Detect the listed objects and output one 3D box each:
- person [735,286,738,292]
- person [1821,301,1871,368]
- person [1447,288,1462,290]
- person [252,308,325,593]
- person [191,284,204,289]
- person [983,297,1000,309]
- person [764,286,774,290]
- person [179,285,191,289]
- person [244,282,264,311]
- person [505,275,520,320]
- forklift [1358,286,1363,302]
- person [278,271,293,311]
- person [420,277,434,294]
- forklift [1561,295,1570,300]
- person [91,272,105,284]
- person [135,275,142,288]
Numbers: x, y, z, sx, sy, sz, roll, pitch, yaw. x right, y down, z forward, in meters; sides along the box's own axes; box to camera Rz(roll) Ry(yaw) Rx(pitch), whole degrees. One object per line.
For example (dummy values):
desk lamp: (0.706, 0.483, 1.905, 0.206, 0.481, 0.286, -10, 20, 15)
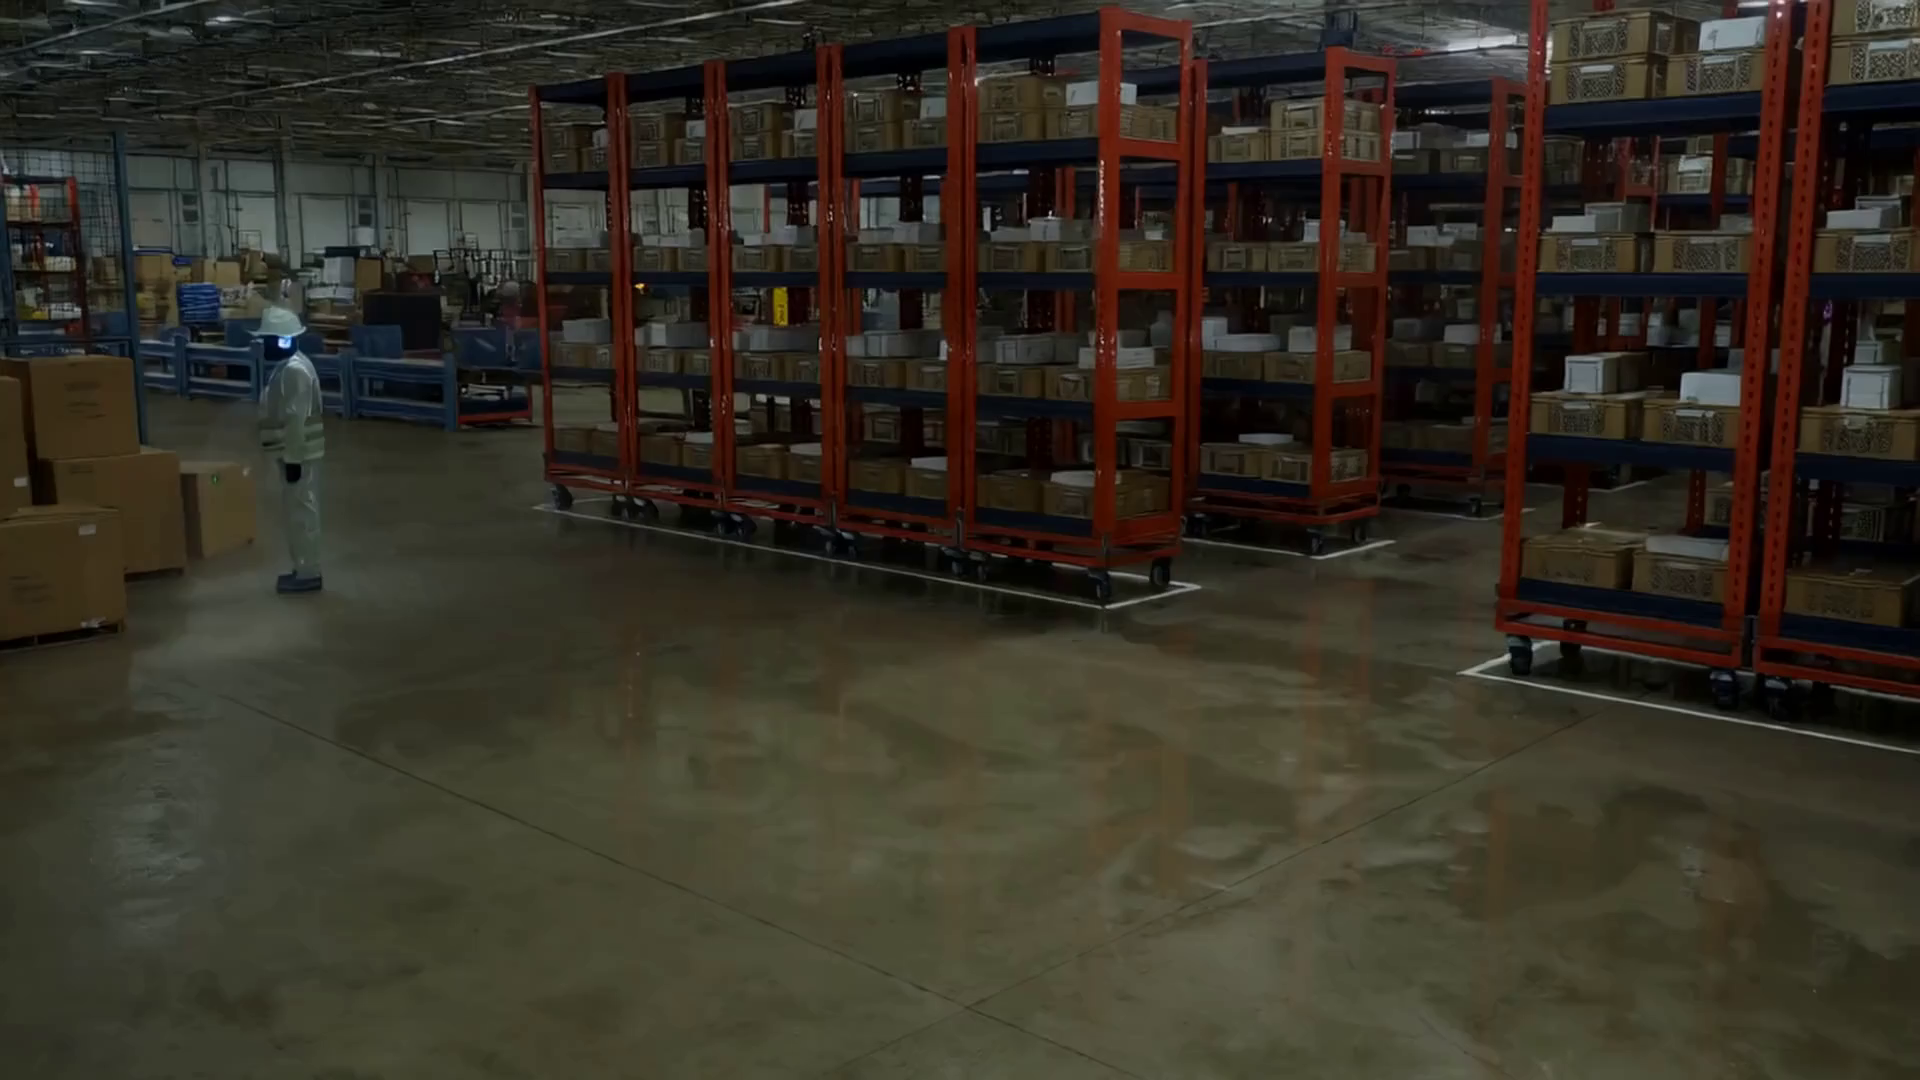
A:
person: (-11.812, -13.026, 87.145, 0.959, 1.803, 0.537, -5, 11, -30)
person: (9.259, -1.649, 17.383, 0.943, 1.802, 0.574, -7, 11, -36)
person: (17.769, -8.616, 59.733, 0.410, 1.913, 0.651, -9, 13, -43)
person: (-4.306, -0.575, 10.720, 0.404, 1.824, 0.586, -4, 10, -26)
person: (-30.609, -9.723, 66.828, 0.513, 1.827, 0.989, -2, 9, -13)
person: (1.018, -7.797, 55.091, 0.637, 1.782, 0.925, -8, 12, -42)
person: (-8.202, -10.596, 71.779, 0.608, 1.949, 0.505, 3, 10, 19)
person: (-33.442, -10.609, 71.911, 0.653, 1.926, 0.432, 2, 9, 12)
person: (-19.325, -6.188, 45.453, 0.532, 1.708, 0.943, 2, 10, 14)
person: (-15.786, -8.409, 58.590, 0.578, 1.881, 0.970, 0, 9, 1)
forklift: (11.100, -7.017, 46.970, 1.873, 2.768, 1.129, 9, 13, 43)
person: (-24.581, -8.825, 60.739, 0.614, 2.015, 0.973, 3, 10, 19)
person: (-14.671, -6.289, 45.708, 0.912, 1.827, 0.522, 6, 11, 33)
forklift: (16.717, -6.799, 45.628, 1.873, 2.768, 1.129, 9, 13, 42)
person: (-36.162, -10.271, 69.831, 0.587, 1.928, 0.363, -9, 13, -43)
person: (-32.174, -9.436, 64.997, 0.639, 1.843, 0.429, 8, 12, 40)
